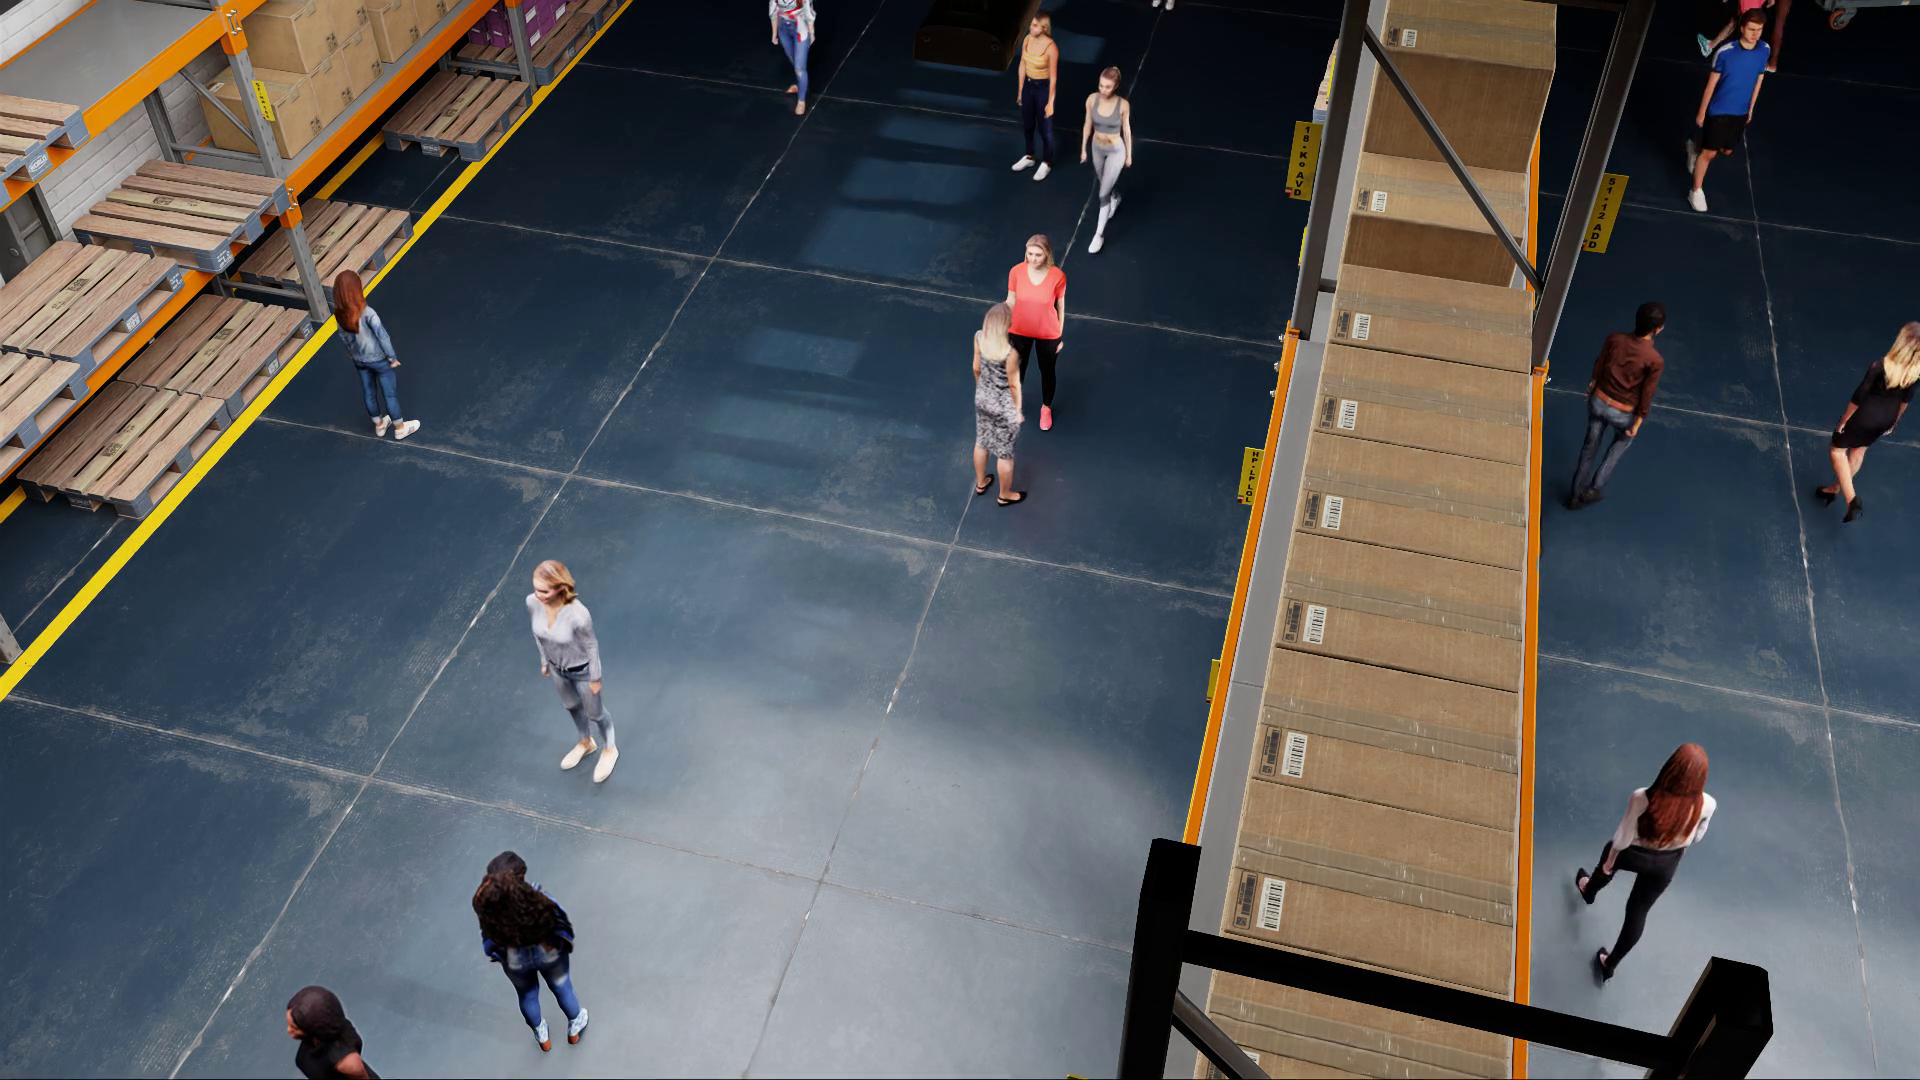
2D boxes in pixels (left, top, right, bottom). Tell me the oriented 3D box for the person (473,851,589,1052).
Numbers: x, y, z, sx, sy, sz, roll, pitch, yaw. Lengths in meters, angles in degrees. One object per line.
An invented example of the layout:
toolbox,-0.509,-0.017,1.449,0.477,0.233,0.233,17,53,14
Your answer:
person,-2.224,2.146,8.659,0.684,1.616,0.683,-7,44,-7

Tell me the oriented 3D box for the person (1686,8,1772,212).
person,6.803,-3.889,14.825,0.887,1.849,1.088,-5,44,-5

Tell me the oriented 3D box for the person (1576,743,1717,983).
person,3.685,1.798,8.942,0.683,1.730,0.977,7,44,7

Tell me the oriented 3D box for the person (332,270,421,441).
person,-4.421,-1.378,12.458,0.569,1.478,0.511,13,45,13

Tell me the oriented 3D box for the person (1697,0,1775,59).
person,7.863,-5.299,16.403,1.059,1.715,1.213,-15,46,-15

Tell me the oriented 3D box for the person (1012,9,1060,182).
person,0.720,-4.080,15.186,0.647,1.627,0.657,34,53,30

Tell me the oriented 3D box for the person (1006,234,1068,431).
person,0.568,-1.563,12.497,0.600,1.693,0.534,8,44,8

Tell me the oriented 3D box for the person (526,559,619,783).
person,-2.317,0.768,9.976,0.632,1.795,0.577,20,47,20

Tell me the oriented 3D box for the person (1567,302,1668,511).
person,4.568,-0.886,11.735,0.759,1.763,0.762,31,52,28

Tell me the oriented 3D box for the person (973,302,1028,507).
person,0.253,-0.961,11.856,0.654,1.705,0.643,-34,53,-30

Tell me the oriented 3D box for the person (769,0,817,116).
person,-1.602,-4.975,16.154,0.632,1.588,0.812,17,46,17

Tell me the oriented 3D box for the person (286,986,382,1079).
person,-2.925,2.677,8.011,0.663,1.741,0.645,29,51,27

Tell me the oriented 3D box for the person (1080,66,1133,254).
person,1.316,-3.382,14.431,0.736,1.658,1.125,18,47,18

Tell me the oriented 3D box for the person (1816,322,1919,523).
person,6.418,-0.784,11.700,0.716,1.663,0.886,-1,44,-2
